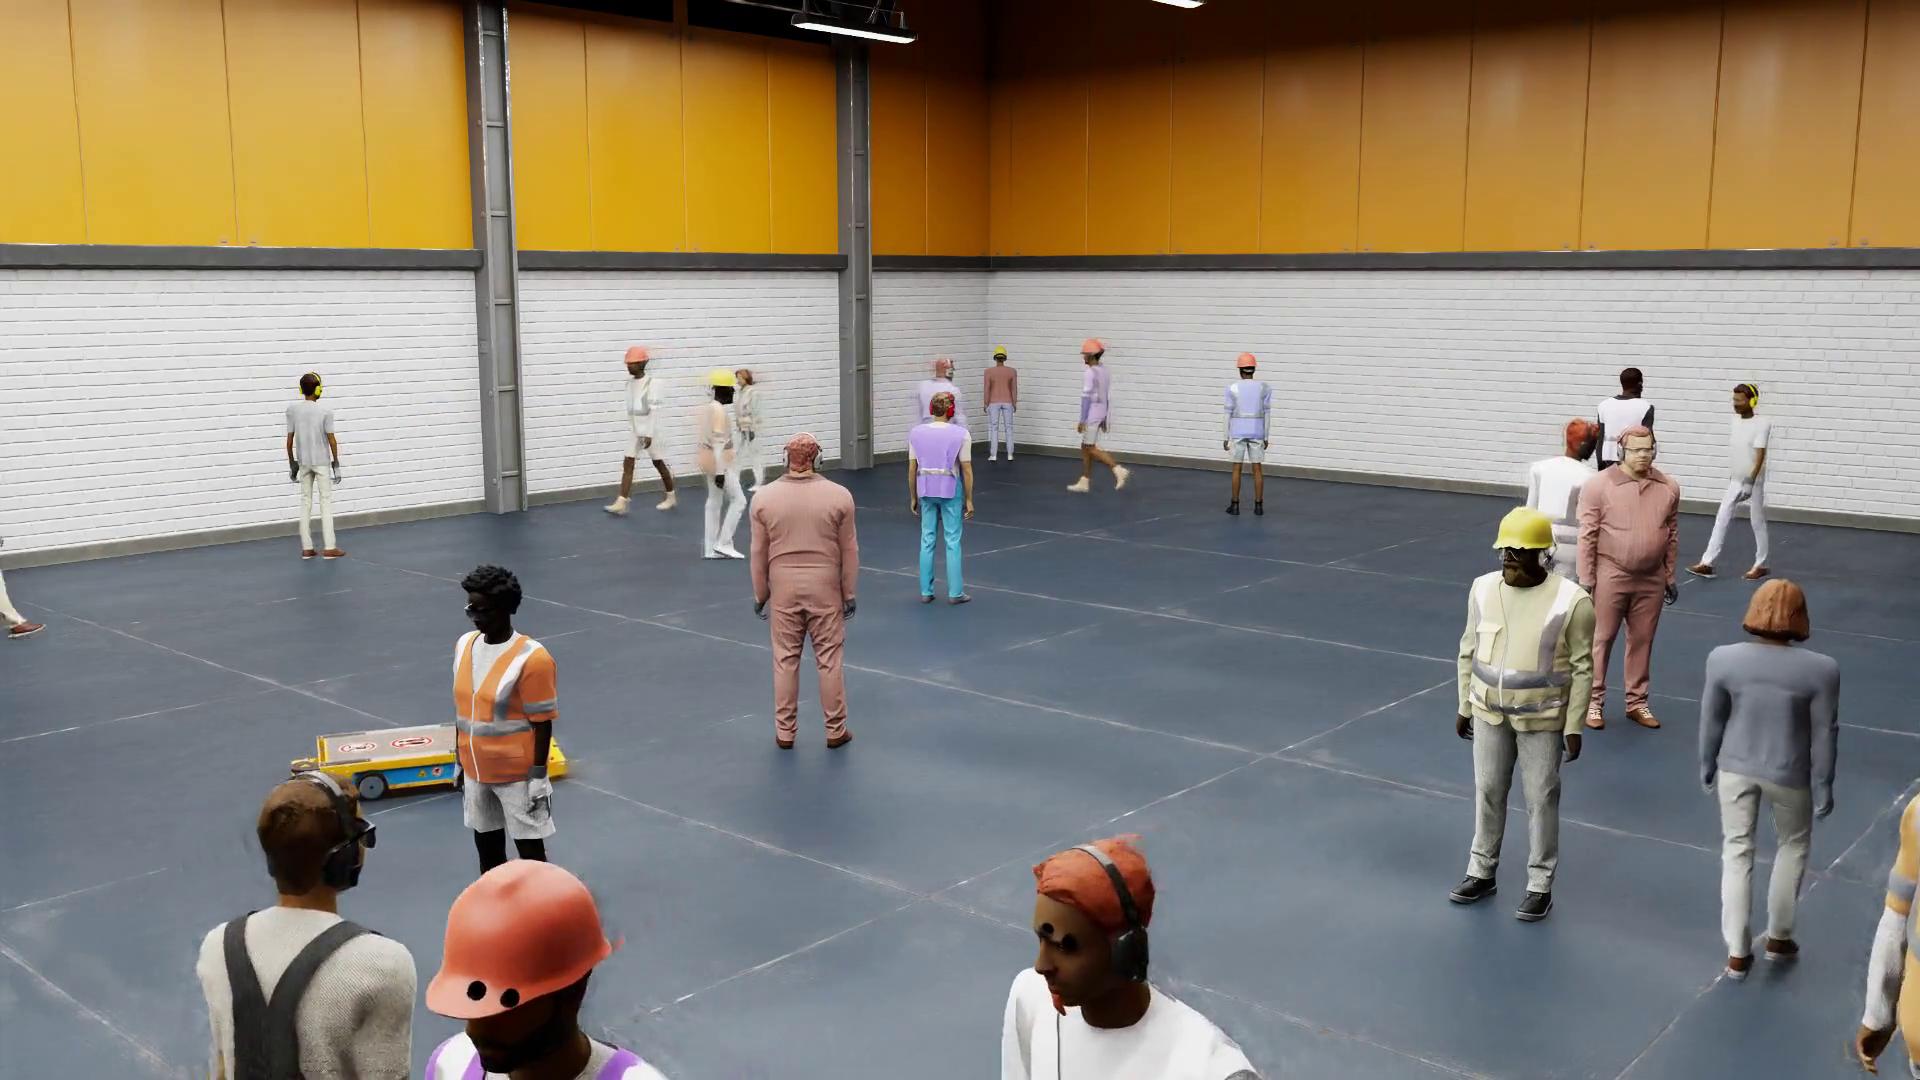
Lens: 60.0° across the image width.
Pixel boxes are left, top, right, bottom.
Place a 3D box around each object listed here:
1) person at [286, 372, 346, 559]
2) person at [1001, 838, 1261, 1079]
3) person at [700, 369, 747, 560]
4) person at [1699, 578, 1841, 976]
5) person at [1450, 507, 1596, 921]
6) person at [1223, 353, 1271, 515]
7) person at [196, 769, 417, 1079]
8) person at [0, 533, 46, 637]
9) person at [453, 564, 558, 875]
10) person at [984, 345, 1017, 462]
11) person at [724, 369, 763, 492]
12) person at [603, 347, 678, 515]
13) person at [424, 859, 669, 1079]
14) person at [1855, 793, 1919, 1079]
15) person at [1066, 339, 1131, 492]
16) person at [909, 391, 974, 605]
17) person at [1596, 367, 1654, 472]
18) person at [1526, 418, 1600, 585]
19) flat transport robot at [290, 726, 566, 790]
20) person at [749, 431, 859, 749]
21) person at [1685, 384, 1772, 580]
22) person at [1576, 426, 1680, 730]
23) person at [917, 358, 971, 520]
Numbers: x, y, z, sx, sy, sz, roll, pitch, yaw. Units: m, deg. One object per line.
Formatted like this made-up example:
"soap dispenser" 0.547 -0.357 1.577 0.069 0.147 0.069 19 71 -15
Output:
"person" -6.458 -0.740 16.642 0.534 1.868 0.310 1 9 4
"person" 0.218 1.443 3.002 0.972 1.837 0.574 -6 11 -33
"person" -2.320 -0.742 16.509 0.533 1.908 0.622 -3 9 -17
"person" 3.304 0.948 6.796 0.523 1.614 0.557 6 11 35
"person" 2.467 0.758 7.349 0.600 1.830 0.403 8 12 43
"person" 3.392 -1.253 19.724 0.560 1.924 0.425 0 9 3
"person" -1.293 1.362 3.600 0.546 1.814 0.837 2 9 15
"person" -7.528 -0.025 12.945 0.752 1.600 0.523 -3 10 -19
"person" -1.849 0.929 6.715 0.532 1.694 0.319 5 10 30
"person" 0.614 -2.072 25.325 0.524 1.769 0.314 -1 9 -7
"person" -2.848 -1.420 21.710 0.660 1.612 0.531 -8 12 -40
"person" -3.782 -1.302 19.798 0.625 1.991 1.049 7 11 37
"person" -0.711 1.463 2.654 0.571 1.913 0.780 4 10 22
"person" 2.586 1.239 4.094 0.695 1.902 0.575 -2 9 -14
"person" 1.809 -1.595 21.539 0.830 2.023 0.613 4 10 23
"person" -0.167 -0.356 14.305 0.575 1.843 0.374 3 10 18
"person" 6.636 -0.765 16.650 0.396 1.917 0.590 -7 12 -39
"person" 4.104 0.094 11.394 0.453 1.871 0.616 -6 11 -35
"flat transport robot" -2.992 1.217 9.350 1.431 0.197 0.652 -3 10 -22
"person" -0.923 0.305 9.961 0.640 1.910 0.401 0 9 2
"person" 7.172 -0.518 15.362 0.936 1.829 0.515 -4 10 -22
"person" 4.182 0.237 10.392 0.652 1.906 0.408 -1 9 -4
"person" -0.104 -1.177 19.376 0.878 1.870 0.663 -8 12 -41
